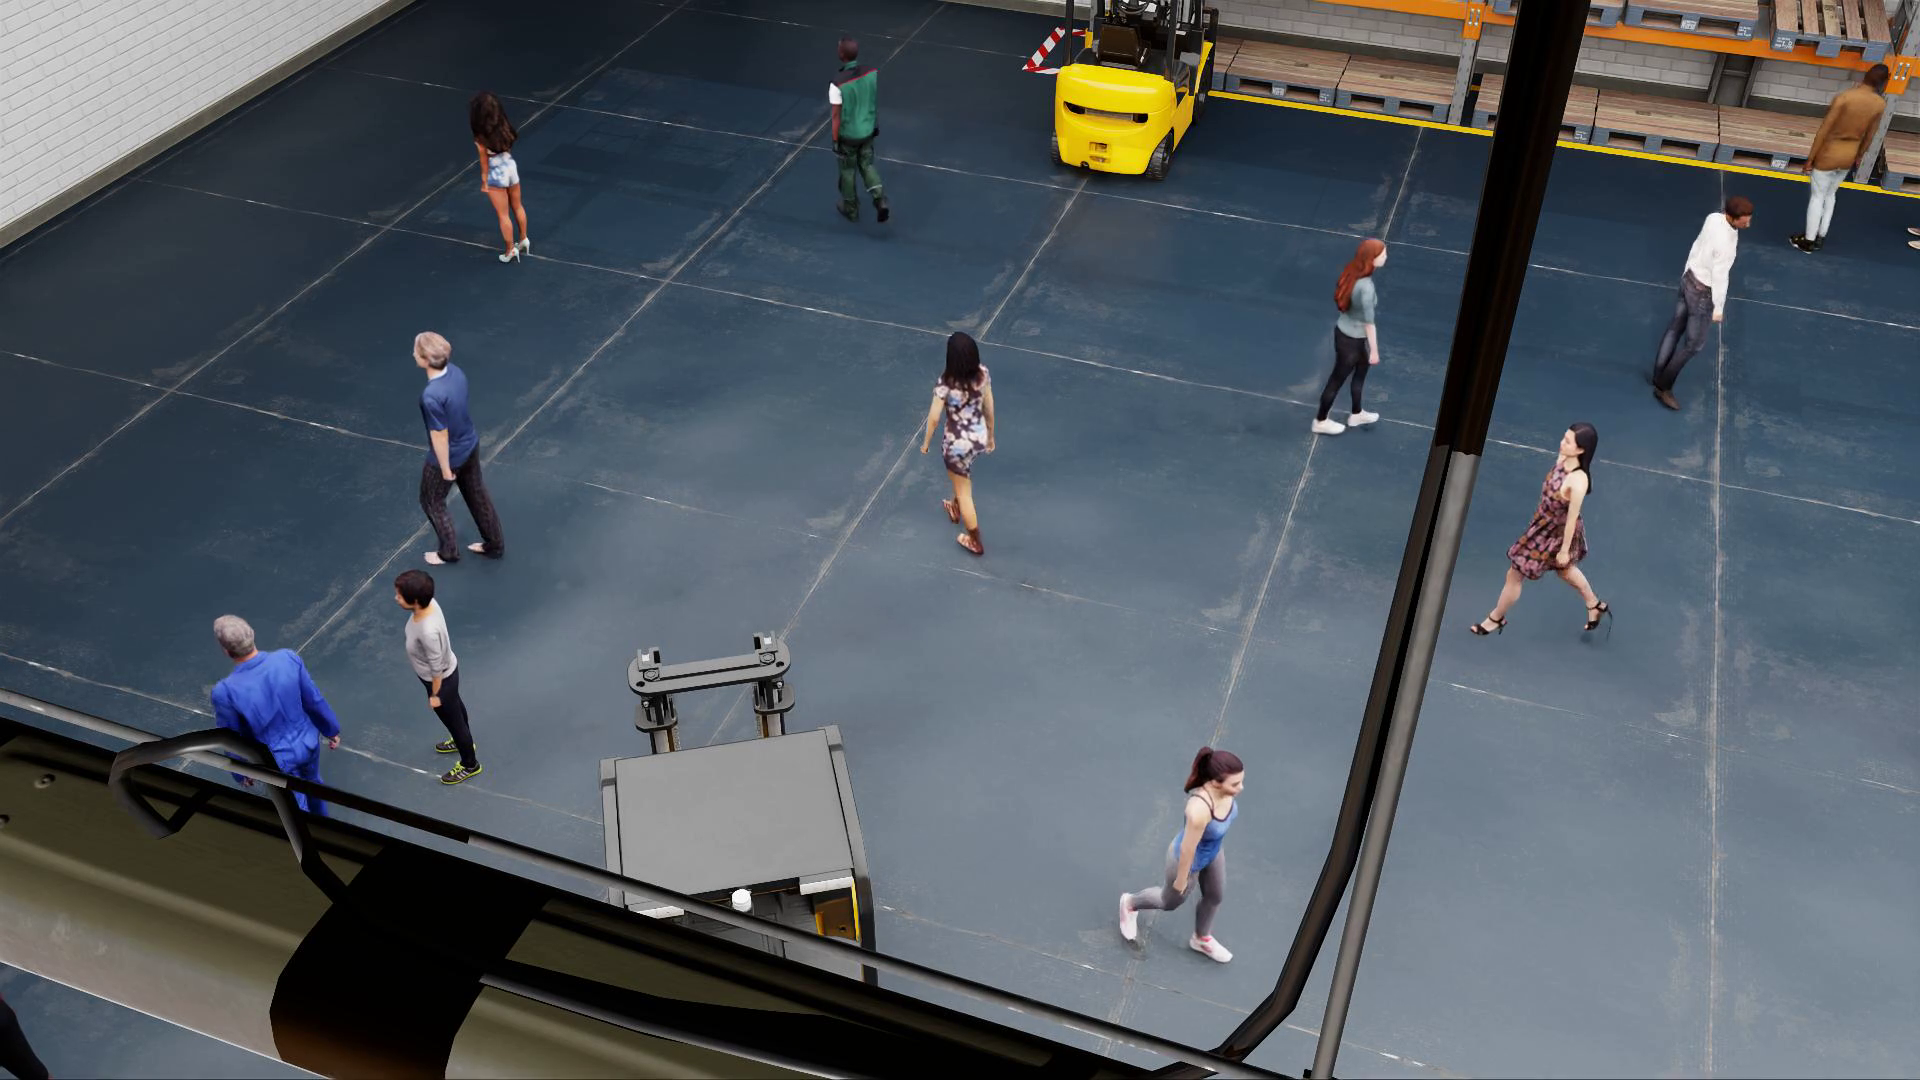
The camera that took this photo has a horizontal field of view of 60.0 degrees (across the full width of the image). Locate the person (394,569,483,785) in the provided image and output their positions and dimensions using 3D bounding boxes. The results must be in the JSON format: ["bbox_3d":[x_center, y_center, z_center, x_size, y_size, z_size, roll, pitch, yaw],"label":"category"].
[{"bbox_3d":[-3.109,0.789,9.940,0.658,1.553,0.616,-12,40,-15],"label":"person"}]

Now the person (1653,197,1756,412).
[{"bbox_3d":[5.815,-1.974,13.187,0.729,1.818,0.869,-9,39,-11],"label":"person"}]

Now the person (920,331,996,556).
[{"bbox_3d":[0.071,-0.621,11.579,0.870,1.710,0.982,-27,46,-29],"label":"person"}]

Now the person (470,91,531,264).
[{"bbox_3d":[-4.128,-3.263,14.955,0.572,1.627,0.575,17,42,20],"label":"person"}]

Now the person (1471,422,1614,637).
[{"bbox_3d":[3.929,-0.014,10.795,1.203,1.740,0.829,2,39,3],"label":"person"}]

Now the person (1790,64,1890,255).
[{"bbox_3d":[7.920,-3.451,15.057,0.644,1.792,0.815,-11,40,-13],"label":"person"}]

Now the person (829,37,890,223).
[{"bbox_3d":[-0.918,-3.737,15.390,0.991,1.824,1.105,-25,45,-28],"label":"person"}]

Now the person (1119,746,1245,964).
[{"bbox_3d":[1.195,1.646,8.849,0.984,1.575,0.749,28,46,30],"label":"person"}]

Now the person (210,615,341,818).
[{"bbox_3d":[-3.678,1.231,9.201,1.300,1.785,1.065,31,48,33],"label":"person"}]

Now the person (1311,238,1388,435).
[{"bbox_3d":[2.896,-1.519,12.690,0.897,1.728,0.791,-2,39,-2],"label":"person"}]

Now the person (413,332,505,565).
[{"bbox_3d":[-3.403,-0.599,11.436,0.787,1.855,0.709,9,39,11],"label":"person"}]
